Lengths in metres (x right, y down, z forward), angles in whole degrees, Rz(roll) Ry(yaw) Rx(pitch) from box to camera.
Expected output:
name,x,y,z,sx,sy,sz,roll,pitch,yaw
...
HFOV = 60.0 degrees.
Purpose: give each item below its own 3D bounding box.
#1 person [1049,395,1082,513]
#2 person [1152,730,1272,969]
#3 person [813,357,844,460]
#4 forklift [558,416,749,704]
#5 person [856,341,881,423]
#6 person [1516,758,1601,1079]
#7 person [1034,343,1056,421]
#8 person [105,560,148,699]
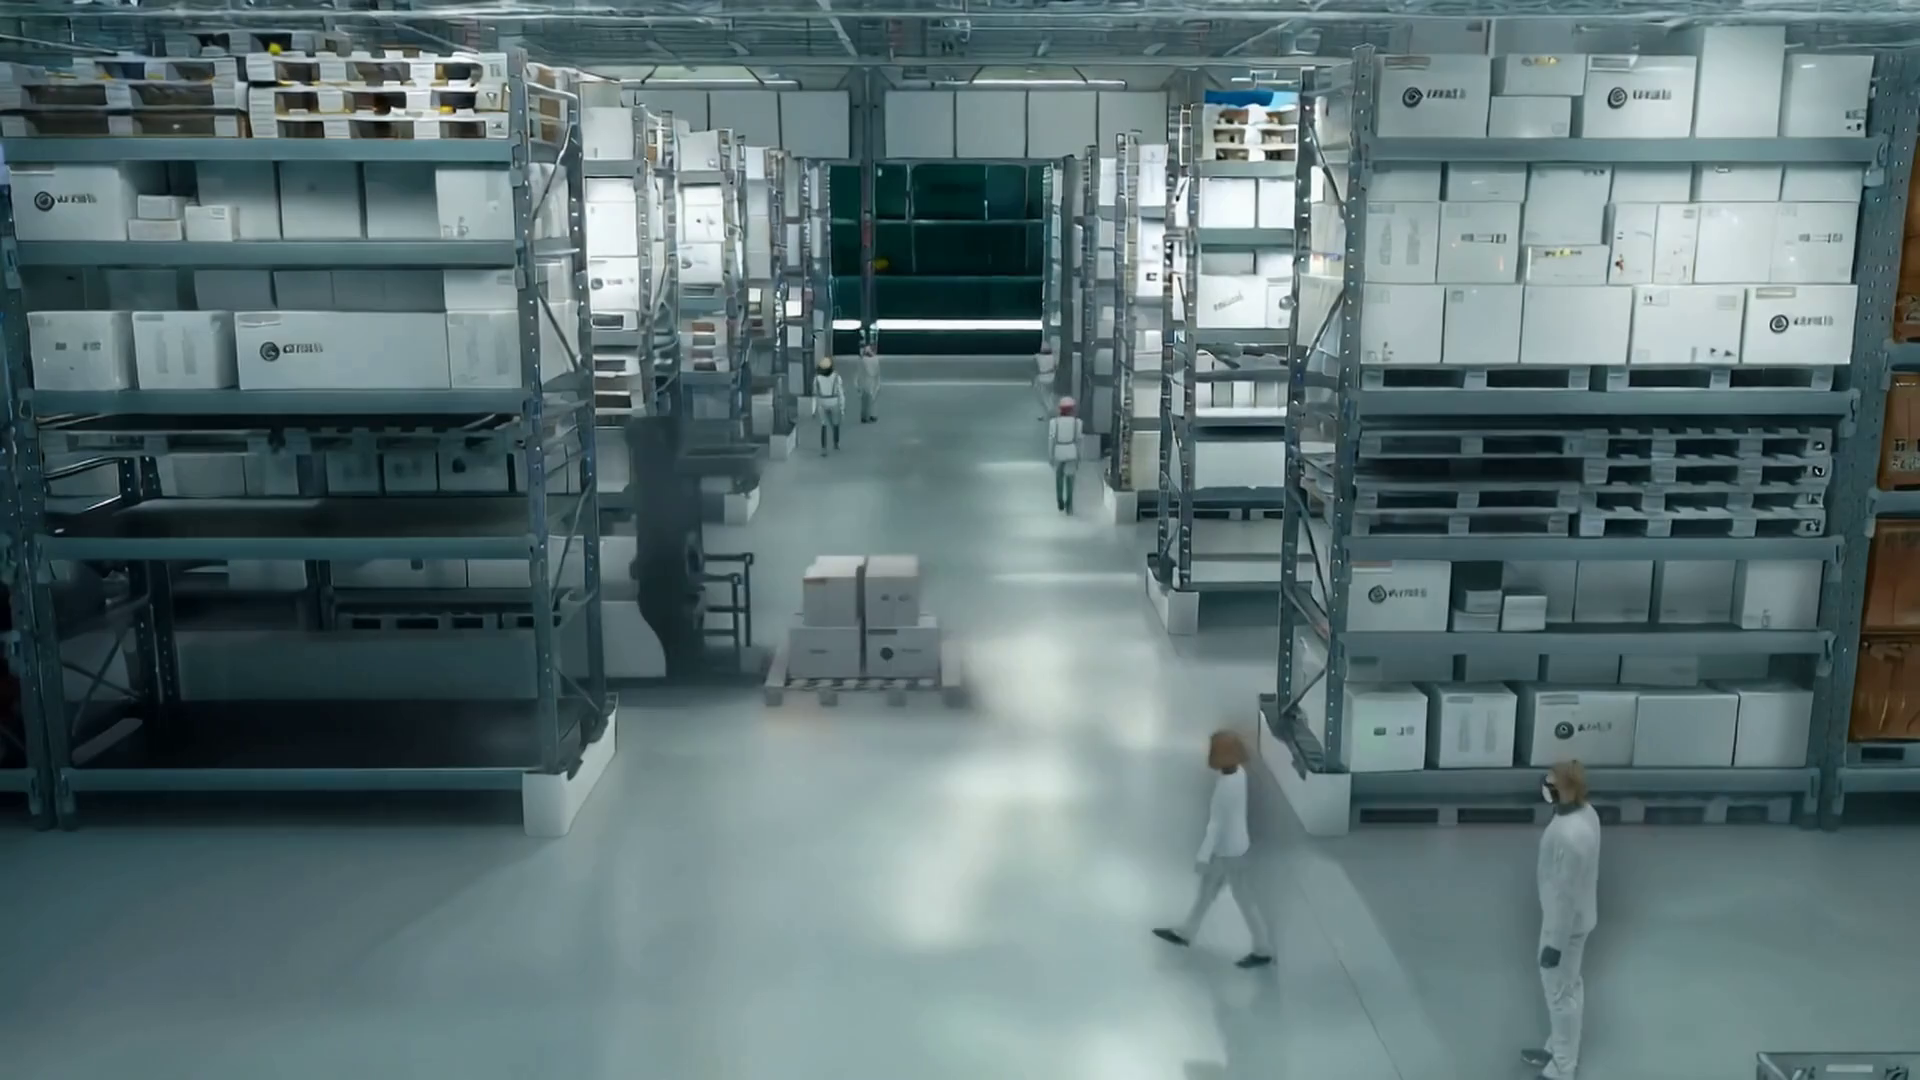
name,x,y,z,sx,sy,sz,roll,pitch,yaw
person,1.712,-1.382,26.964,0.552,1.917,0.806,0,11,0
person,1.681,2.021,10.878,0.838,1.587,0.521,3,12,14
person,-2.593,-2.636,32.957,0.618,2.014,0.964,1,11,5
forklift,-3.060,0.179,16.814,1.873,2.768,1.129,0,11,-1
person,-2.090,-3.625,38.136,0.669,1.897,0.464,-9,14,-37
person,3.381,2.157,9.356,0.365,1.939,0.636,5,12,23
person,1.974,-3.625,38.308,0.603,1.811,0.591,-8,14,-34
person,-8.279,0.834,16.509,0.322,1.697,0.535,-10,15,-41
